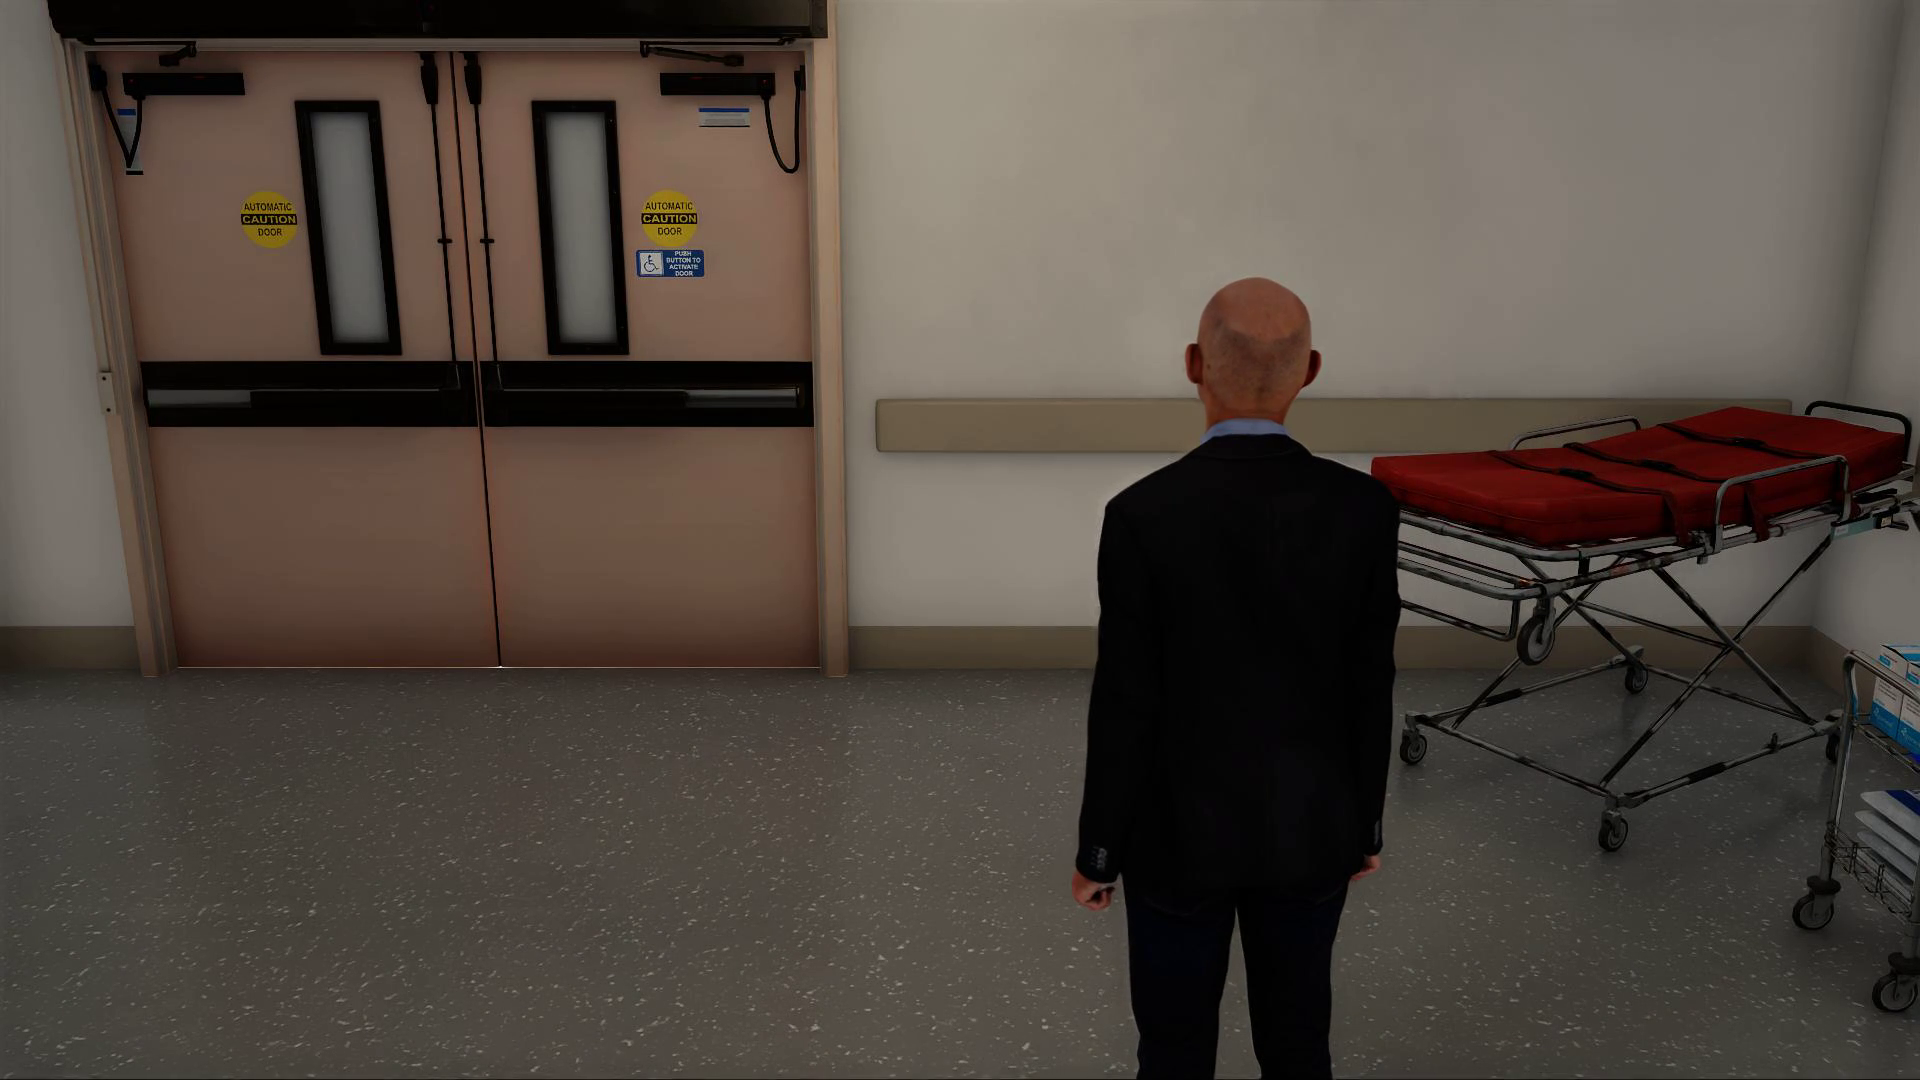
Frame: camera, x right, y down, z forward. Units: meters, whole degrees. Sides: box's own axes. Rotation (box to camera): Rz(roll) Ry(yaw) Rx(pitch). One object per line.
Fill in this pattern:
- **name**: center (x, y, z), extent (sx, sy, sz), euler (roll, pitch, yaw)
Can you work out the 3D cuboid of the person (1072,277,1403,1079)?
- **person**: center (0.451, 0.472, 2.723), extent (0.720, 1.800, 0.631), euler (-3, 16, -9)
